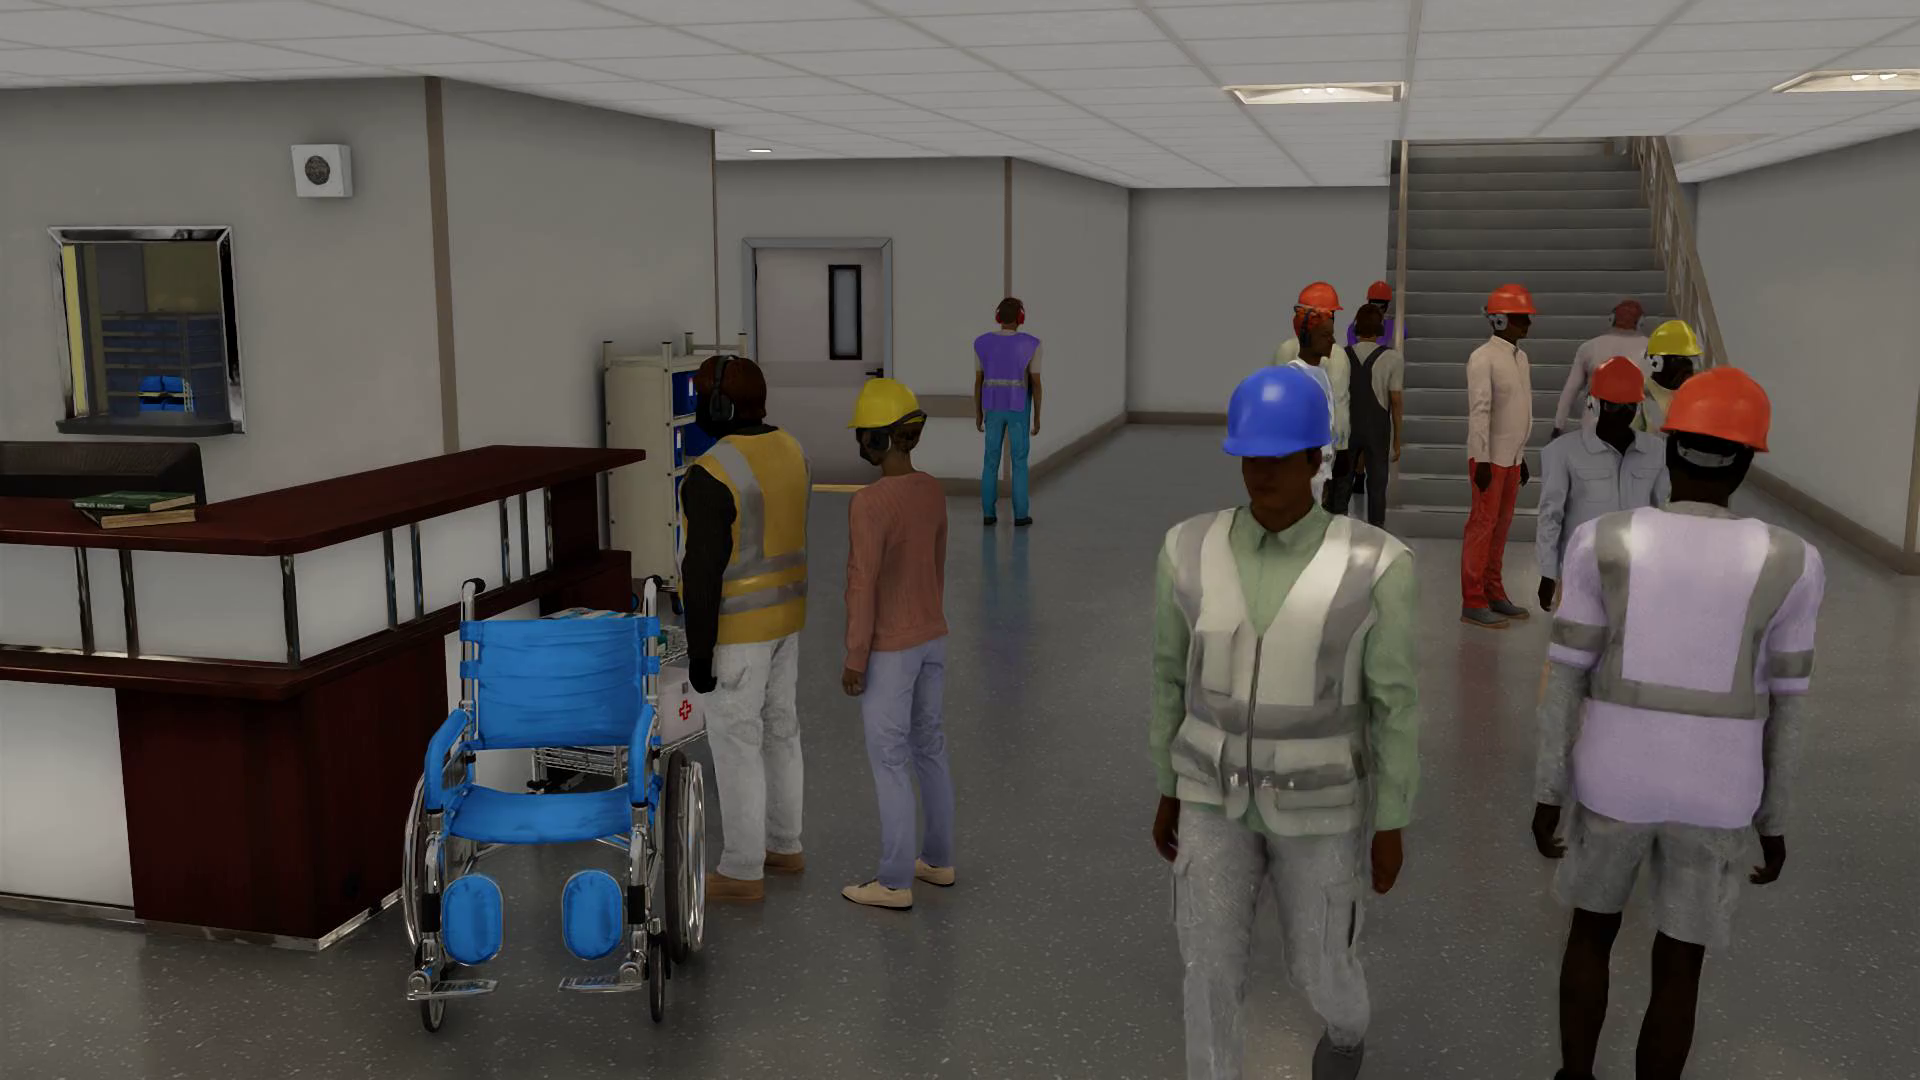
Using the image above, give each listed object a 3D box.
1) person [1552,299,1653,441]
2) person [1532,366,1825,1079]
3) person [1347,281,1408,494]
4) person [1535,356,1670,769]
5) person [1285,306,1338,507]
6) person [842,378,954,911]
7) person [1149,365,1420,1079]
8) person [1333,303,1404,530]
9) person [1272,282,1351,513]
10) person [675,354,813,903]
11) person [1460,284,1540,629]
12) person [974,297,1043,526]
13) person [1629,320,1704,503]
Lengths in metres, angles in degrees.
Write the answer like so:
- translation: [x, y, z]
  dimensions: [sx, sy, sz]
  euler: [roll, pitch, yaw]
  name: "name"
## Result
- translation: [4.800, -0.844, 12.291]
  dimensions: [0.740, 1.850, 1.008]
  euler: [2, 10, 13]
  name: "person"
- translation: [1.632, 0.560, 3.823]
  dimensions: [0.559, 1.903, 0.508]
  euler: [4, 11, 24]
  name: "person"
- translation: [3.783, -1.383, 15.160]
  dimensions: [0.552, 1.935, 0.373]
  euler: [2, 10, 9]
  name: "person"
- translation: [2.658, 0.119, 6.853]
  dimensions: [0.572, 1.749, 0.343]
  euler: [-1, 10, -5]
  name: "person"
- translation: [1.905, -0.344, 9.204]
  dimensions: [0.339, 1.879, 0.584]
  euler: [5, 11, 28]
  name: "person"
- translation: [-0.222, 0.342, 5.541]
  dimensions: [0.342, 1.756, 0.518]
  euler: [5, 11, 28]
  name: "person"
- translation: [0.748, 0.555, 3.812]
  dimensions: [0.613, 1.928, 0.766]
  euler: [5, 11, 27]
  name: "person"
- translation: [2.794, -0.708, 11.489]
  dimensions: [0.505, 1.836, 0.359]
  euler: [5, 11, 29]
  name: "person"
- translation: [2.198, -0.600, 10.376]
  dimensions: [0.378, 1.996, 0.610]
  euler: [-7, 12, -34]
  name: "person"
- translation: [-0.737, 0.296, 5.603]
  dimensions: [0.430, 1.835, 0.619]
  euler: [5, 11, 26]
  name: "person"
- translation: [3.161, -0.493, 9.745]
  dimensions: [0.376, 1.997, 0.612]
  euler: [8, 13, 39]
  name: "person"
- translation: [0.385, -1.017, 13.317]
  dimensions: [0.560, 1.837, 0.390]
  euler: [3, 10, 15]
  name: "person"
- translation: [3.573, -0.199, 8.496]
  dimensions: [0.593, 1.833, 0.403]
  euler: [-6, 11, -30]
  name: "person"
